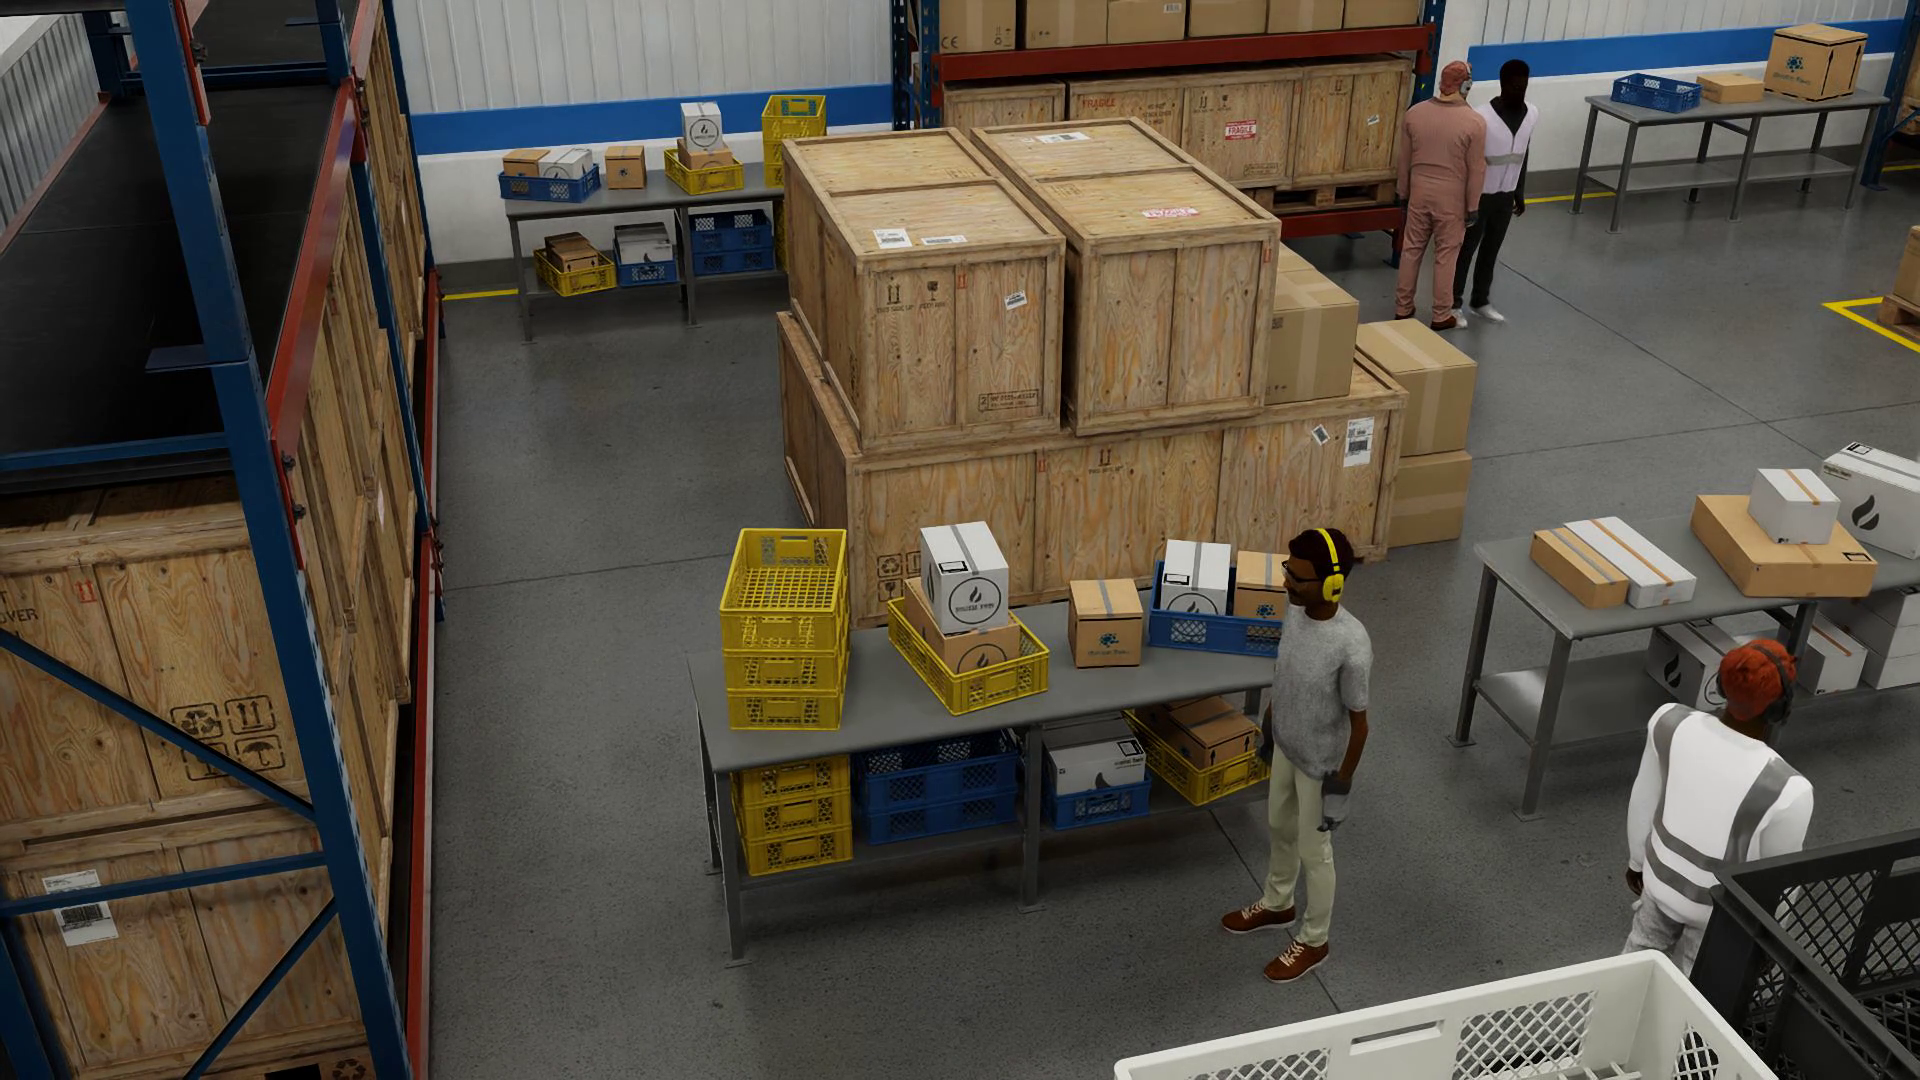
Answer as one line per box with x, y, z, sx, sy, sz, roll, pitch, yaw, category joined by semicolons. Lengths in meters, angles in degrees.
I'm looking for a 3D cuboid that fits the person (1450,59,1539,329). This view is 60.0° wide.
3.789;-2.480;11.898;0.597;1.914;0.373;-12;31;-21;person

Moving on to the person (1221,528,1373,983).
1.245;0.786;6.025;0.309;1.861;0.535;-11;31;-19;person

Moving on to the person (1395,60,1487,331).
3.424;-2.447;11.854;0.639;1.902;0.407;23;36;35;person

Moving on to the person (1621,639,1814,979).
2.389;1.142;5.356;0.355;1.885;0.575;-17;33;-28;person
